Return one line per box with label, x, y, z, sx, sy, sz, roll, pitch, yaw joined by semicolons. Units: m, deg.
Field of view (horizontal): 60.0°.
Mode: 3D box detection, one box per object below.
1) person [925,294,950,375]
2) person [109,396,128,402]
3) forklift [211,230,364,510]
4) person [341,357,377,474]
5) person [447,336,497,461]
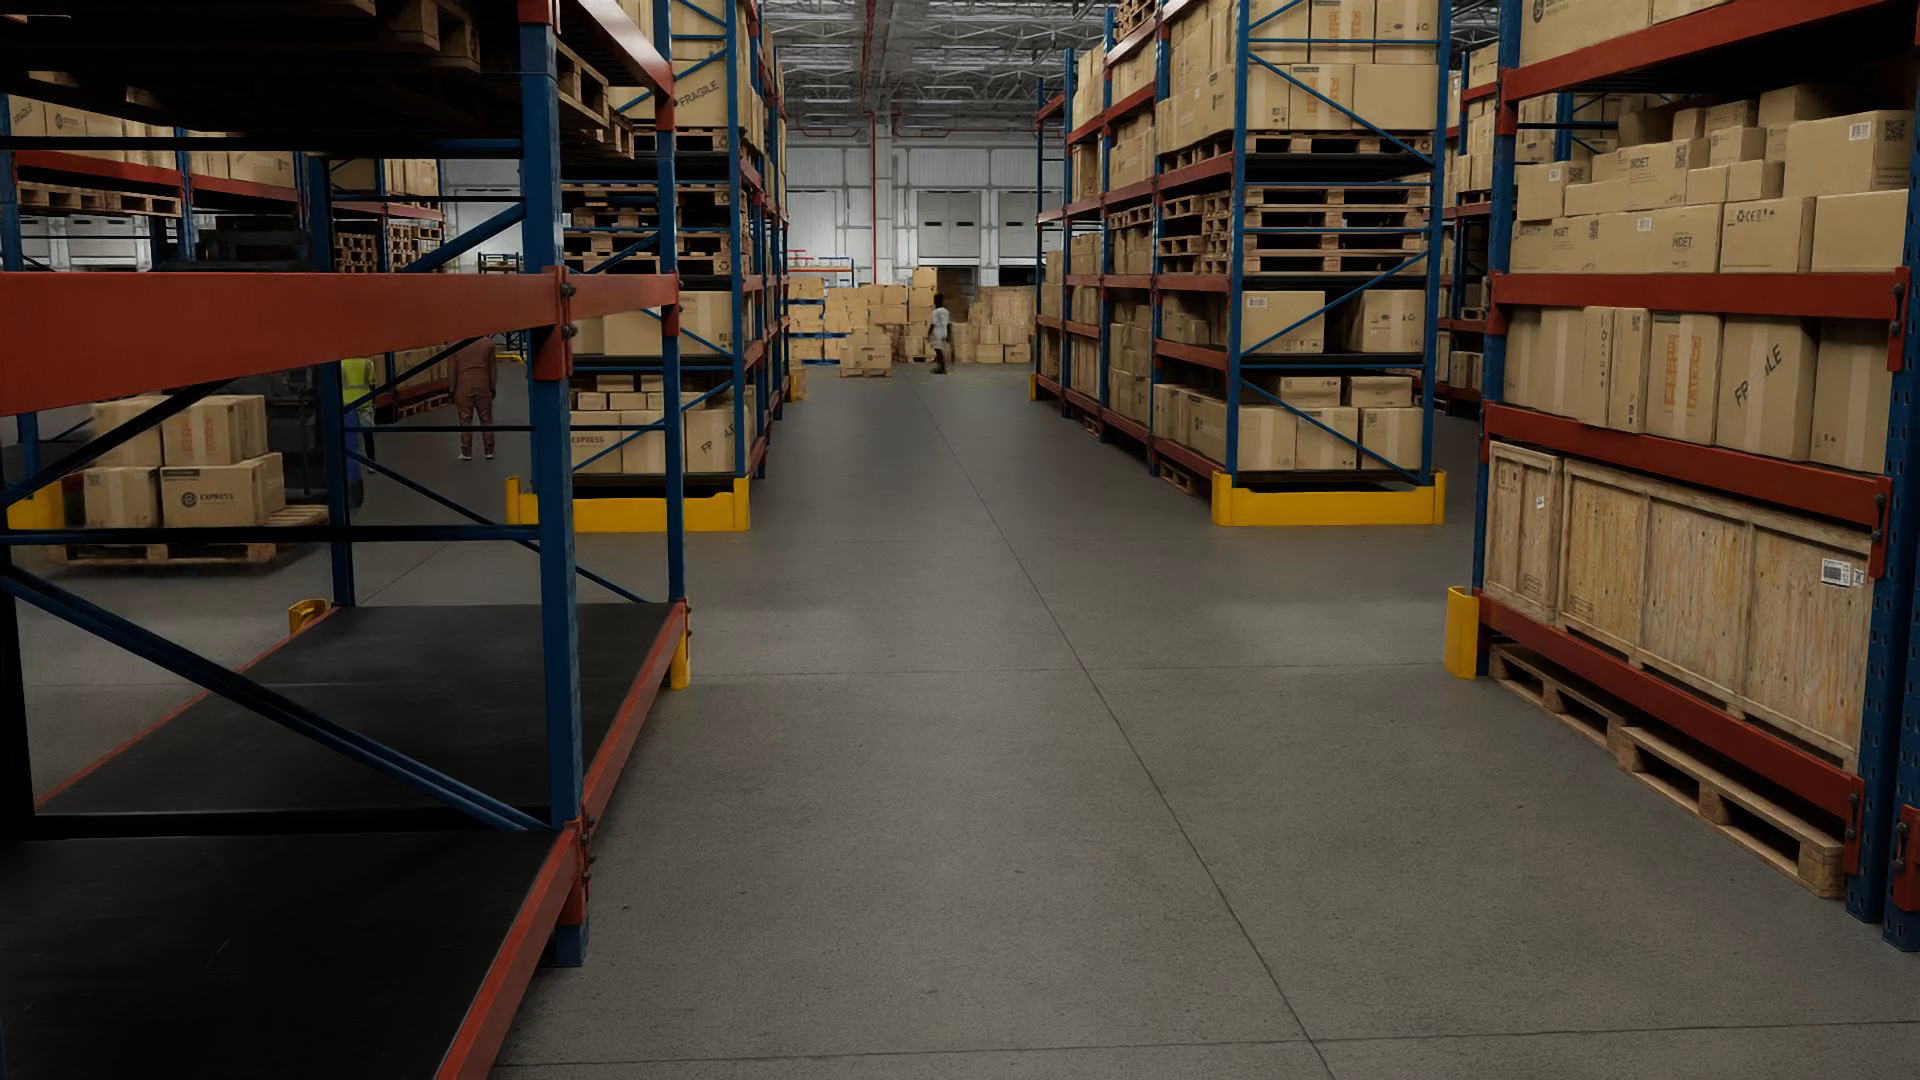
person;-0.593;-4.955;40.178;0.780;1.938;0.630;6;11;33
person;-14.966;-3.336;29.705;0.536;2.000;0.676;4;10;26
forklift;-6.614;-1.585;16.080;1.129;2.768;1.873;-1;9;-4
person;-7.286;-1.625;20.034;0.533;1.699;0.318;-6;11;-32
person;-6.349;-1.986;21.641;0.639;1.911;0.406;-5;10;-29
